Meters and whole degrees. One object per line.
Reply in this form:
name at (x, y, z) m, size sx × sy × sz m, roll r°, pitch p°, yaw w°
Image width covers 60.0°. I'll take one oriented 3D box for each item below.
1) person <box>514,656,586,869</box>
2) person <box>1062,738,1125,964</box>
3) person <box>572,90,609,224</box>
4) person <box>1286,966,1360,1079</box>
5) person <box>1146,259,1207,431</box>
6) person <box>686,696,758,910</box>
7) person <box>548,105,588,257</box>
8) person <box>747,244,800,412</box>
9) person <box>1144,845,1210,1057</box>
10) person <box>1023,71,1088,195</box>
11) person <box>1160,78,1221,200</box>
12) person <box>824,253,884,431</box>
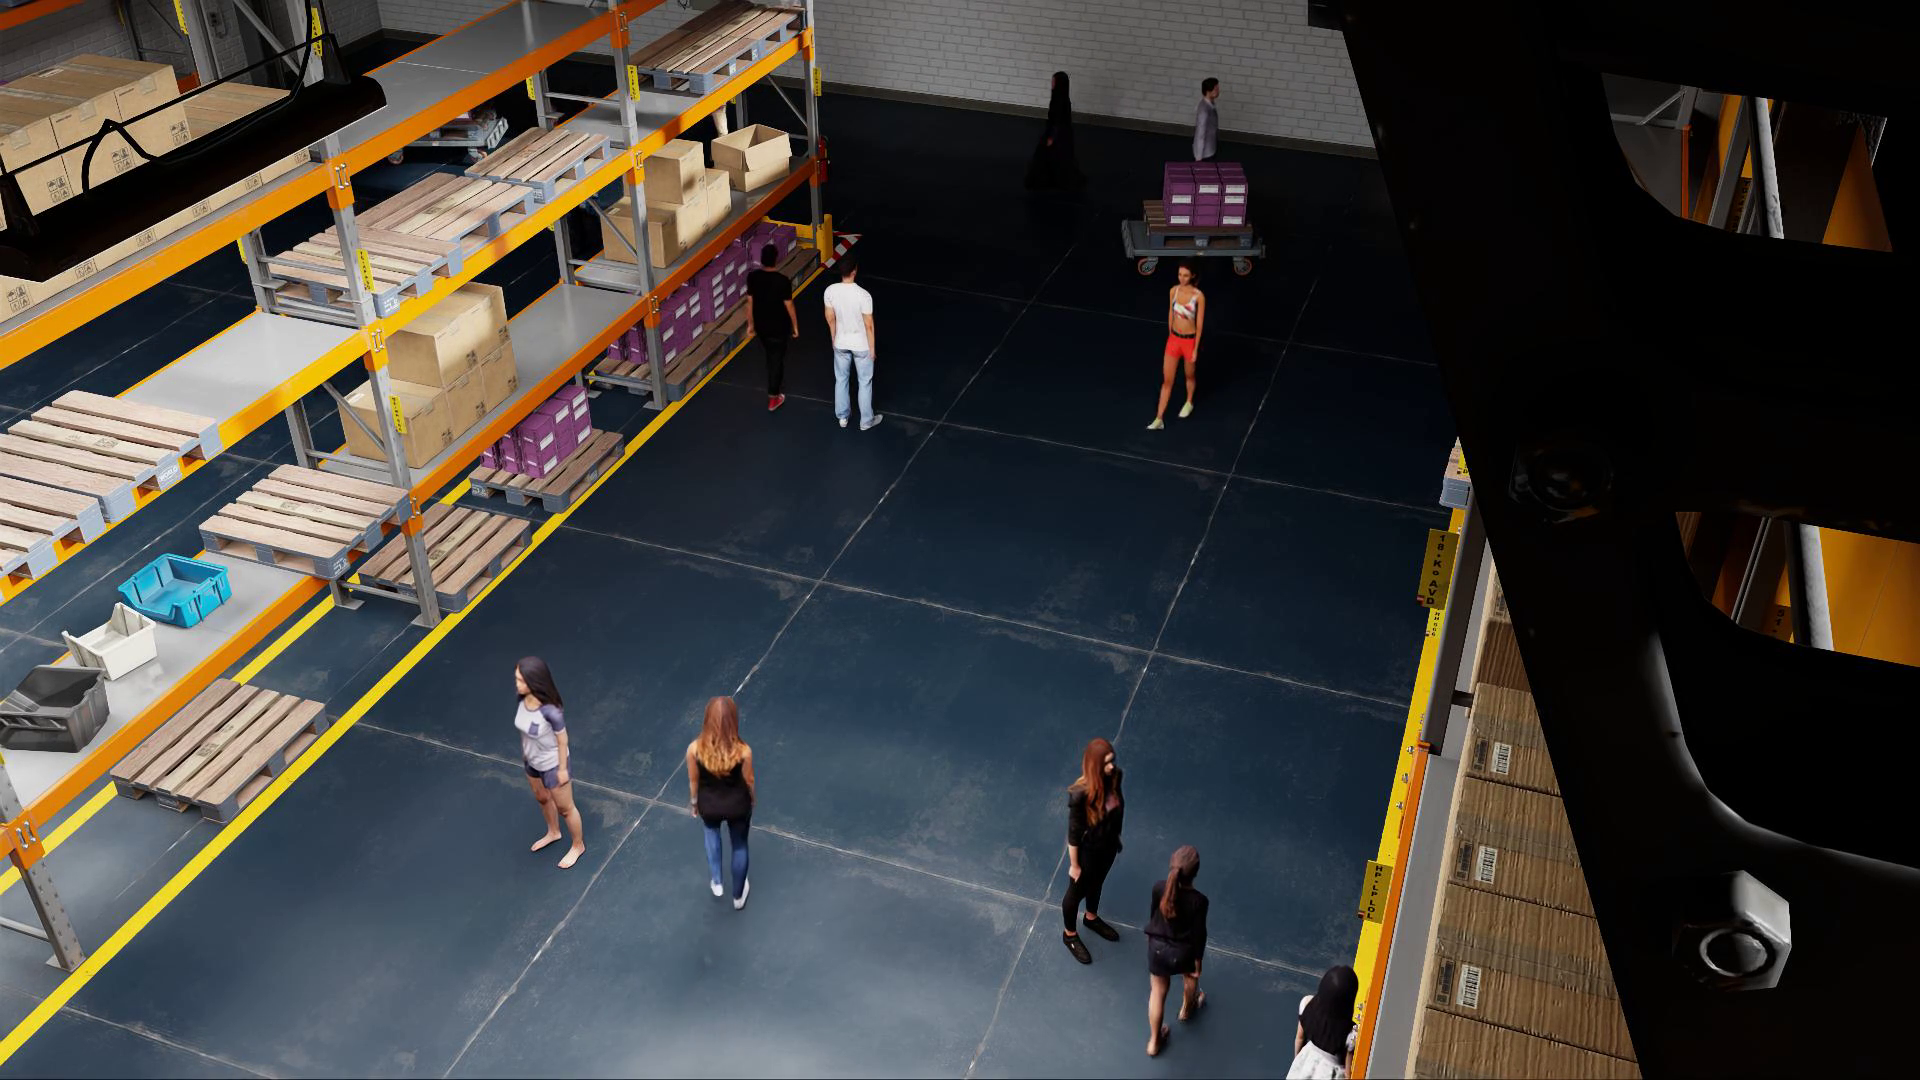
person at (-2.817, 1.491, 11.337) m, size 0.656 × 1.706 × 0.625 m, roll 23°, pitch 40°, yaw 30°
person at (0.846, 1.941, 10.656) m, size 0.610 × 1.713 × 0.733 m, roll -27°, pitch 42°, yaw -35°
person at (-4.762, -4.767, 20.774) m, size 0.866 × 1.683 × 0.806 m, roll -16°, pitch 37°, yaw -22°
person at (1.966, 2.980, 9.041) m, size 0.795 × 1.769 × 0.774 m, roll -26°, pitch 41°, yaw -33°
person at (2.279, -1.972, 16.503) m, size 0.747 × 1.756 × 1.113 m, roll 19°, pitch 38°, yaw 26°
person at (-1.555, 1.788, 10.892) m, size 0.666 × 1.705 × 0.694 m, roll 0°, pitch 34°, yaw 0°
person at (-4.796, -4.344, 19.997) m, size 0.741 × 1.839 × 0.606 m, roll 15°, pitch 36°, yaw 21°
person at (-1.930, -2.109, 16.721) m, size 0.658 × 1.743 × 0.750 m, roll 13°, pitch 36°, yaw 18°
person at (1.255, 2.499, 9.975) m, size 0.586 × 1.536 × 0.825 m, roll 13°, pitch 36°, yaw 19°
person at (1.362, -5.279, 21.616) m, size 1.050 × 1.604 × 1.098 m, roll -8°, pitch 34°, yaw -12°
person at (2.972, -4.891, 20.831) m, size 0.883 × 1.826 × 1.118 m, roll 5°, pitch 34°, yaw 7°
person at (-1.057, -1.951, 16.372) m, size 0.670 × 1.867 × 0.555 m, roll 13°, pitch 36°, yaw 18°
